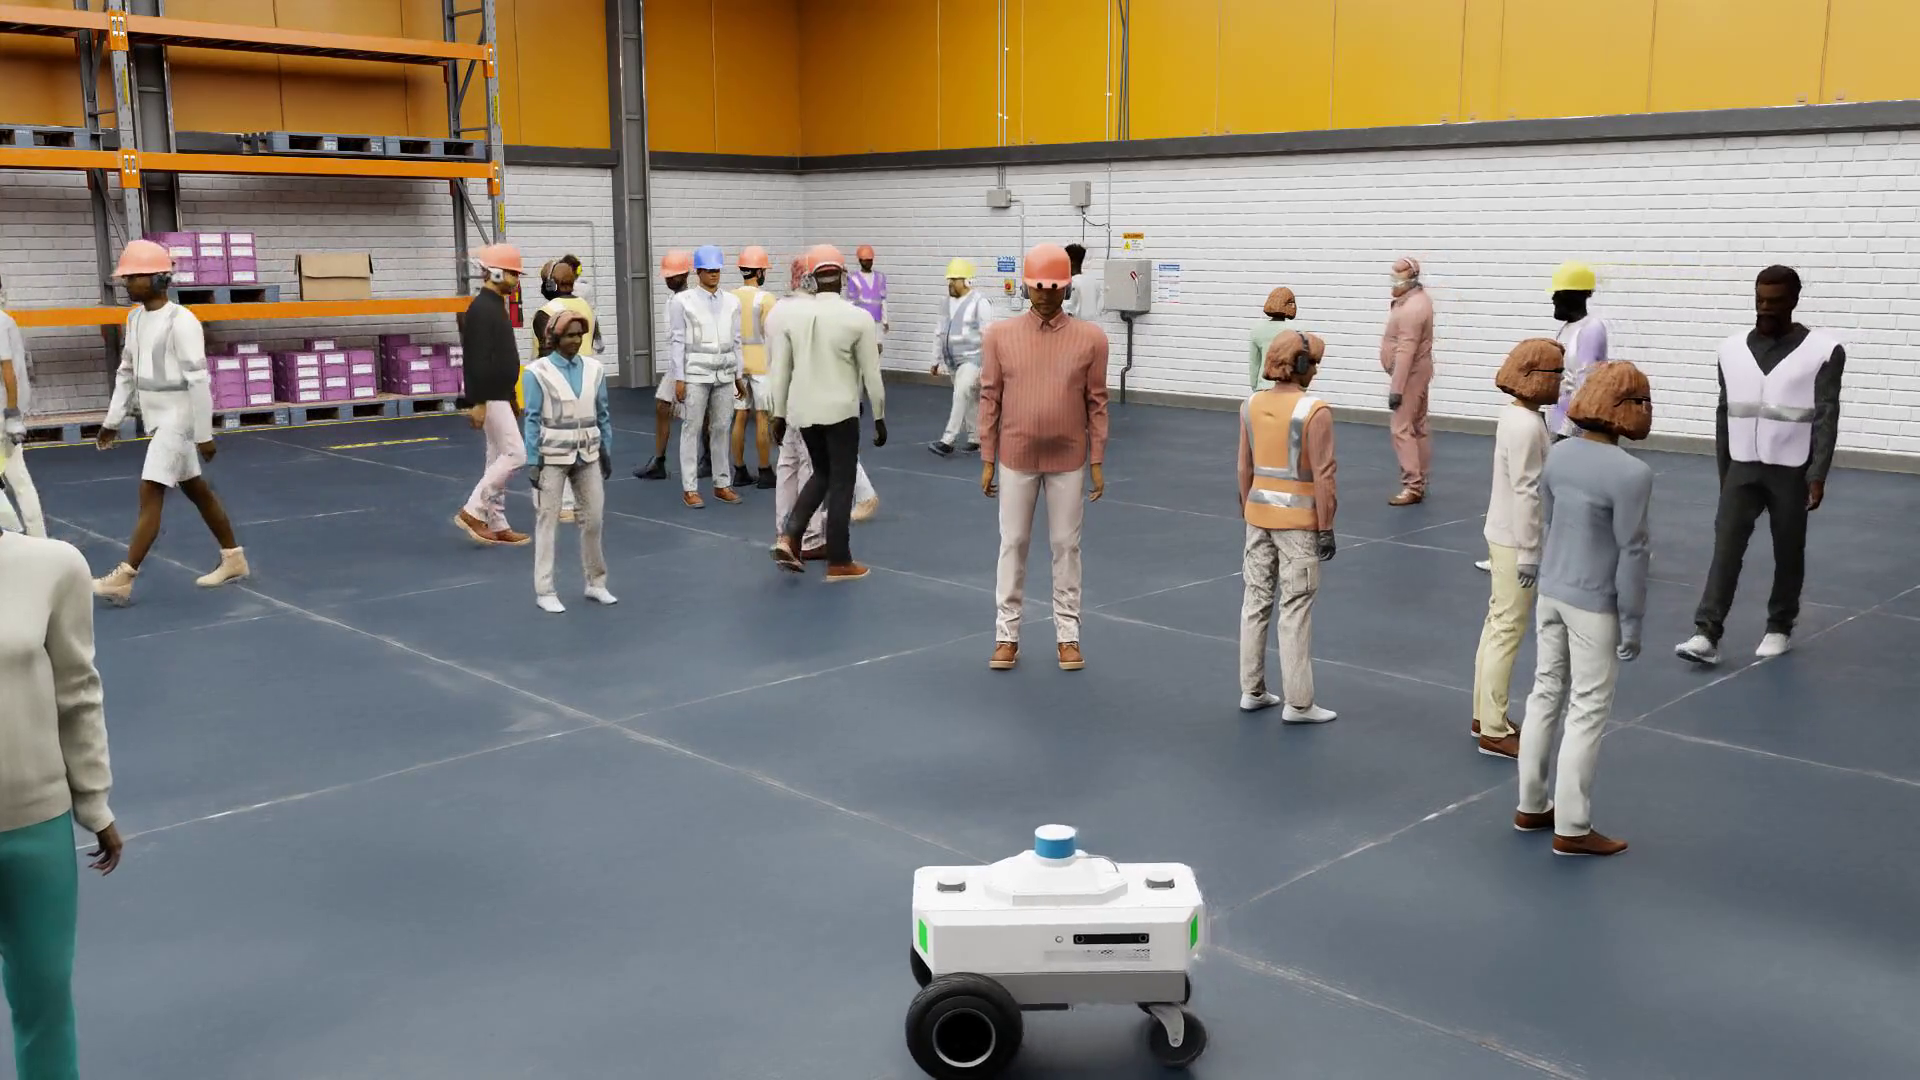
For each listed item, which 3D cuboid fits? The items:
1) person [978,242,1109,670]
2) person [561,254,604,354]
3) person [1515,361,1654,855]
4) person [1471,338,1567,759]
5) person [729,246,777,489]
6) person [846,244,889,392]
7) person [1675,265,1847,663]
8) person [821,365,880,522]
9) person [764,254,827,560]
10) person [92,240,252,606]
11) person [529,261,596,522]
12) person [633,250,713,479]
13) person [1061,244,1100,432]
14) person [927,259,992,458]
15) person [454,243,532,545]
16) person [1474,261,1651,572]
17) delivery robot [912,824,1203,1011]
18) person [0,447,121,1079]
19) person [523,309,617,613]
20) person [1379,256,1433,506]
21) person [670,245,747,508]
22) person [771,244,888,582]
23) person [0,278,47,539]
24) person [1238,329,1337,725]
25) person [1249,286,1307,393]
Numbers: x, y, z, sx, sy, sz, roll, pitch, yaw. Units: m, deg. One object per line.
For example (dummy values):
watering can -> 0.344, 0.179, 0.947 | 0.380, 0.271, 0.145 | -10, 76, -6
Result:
person -> 0.385, -0.379, 7.751 | 0.608, 1.989, 0.386 | 0, 10, 2
person -> -4.190, -2.173, 18.017 | 0.506, 1.835, 0.975 | 2, 11, 13
person -> 2.067, 0.224, 5.462 | 0.297, 1.622, 0.495 | -3, 11, -16
person -> 2.188, 0.028, 6.503 | 0.267, 1.632, 0.507 | 2, 11, 12
person -> -1.644, -1.377, 13.334 | 0.549, 1.937, 0.358 | 7, 12, 32
person -> -1.226, -2.894, 21.675 | 0.553, 1.912, 0.653 | -5, 12, -27
person -> 3.747, -0.326, 7.762 | 0.955, 1.873, 0.617 | -10, 14, -43
person -> -0.908, -1.008, 11.676 | 0.476, 1.815, 0.650 | -6, 12, -31
person -> -0.951, -0.831, 10.449 | 0.402, 1.904, 0.652 | -7, 13, -35
person -> -4.467, -0.652, 9.230 | 0.631, 1.984, 1.066 | 10, 14, 42
person -> -2.828, -1.047, 11.801 | 0.429, 1.844, 0.626 | 3, 11, 16
person -> -2.357, -1.417, 13.680 | 0.539, 1.895, 0.835 | 10, 14, 43
person -> 1.115, -2.077, 17.172 | 0.921, 1.919, 0.648 | 9, 14, 42
person -> -0.066, -1.643, 15.154 | 0.887, 1.795, 0.624 | -10, 14, -43
person -> -2.980, -0.925, 10.766 | 0.444, 1.970, 0.641 | -1, 10, -8
person -> 3.661, -0.710, 9.875 | 1.006, 1.883, 0.589 | -1, 10, -4
delivery robot -> 0.240, 0.952, 4.131 | 0.707, 0.478, 0.477 | -1, 11, 0
person -> -1.912, 0.566, 3.229 | 0.523, 1.761, 0.323 | -10, 14, -44
person -> -2.117, -0.424, 8.985 | 0.524, 1.633, 0.316 | -10, 14, -43
person -> 3.388, -1.211, 12.637 | 0.399, 1.875, 0.789 | 4, 11, 21
person -> -1.878, -1.218, 12.437 | 0.602, 1.949, 0.391 | -8, 13, -36
person -> -0.769, -0.731, 9.709 | 0.615, 1.974, 0.469 | 7, 13, 34
person -> -6.009, -0.783, 10.335 | 0.547, 1.847, 0.573 | -6, 12, -28
person -> 1.358, -0.051, 6.930 | 0.311, 1.635, 0.513 | -7, 13, -34
person -> 2.447, -1.124, 12.786 | 0.500, 1.633, 0.282 | 9, 14, 41
